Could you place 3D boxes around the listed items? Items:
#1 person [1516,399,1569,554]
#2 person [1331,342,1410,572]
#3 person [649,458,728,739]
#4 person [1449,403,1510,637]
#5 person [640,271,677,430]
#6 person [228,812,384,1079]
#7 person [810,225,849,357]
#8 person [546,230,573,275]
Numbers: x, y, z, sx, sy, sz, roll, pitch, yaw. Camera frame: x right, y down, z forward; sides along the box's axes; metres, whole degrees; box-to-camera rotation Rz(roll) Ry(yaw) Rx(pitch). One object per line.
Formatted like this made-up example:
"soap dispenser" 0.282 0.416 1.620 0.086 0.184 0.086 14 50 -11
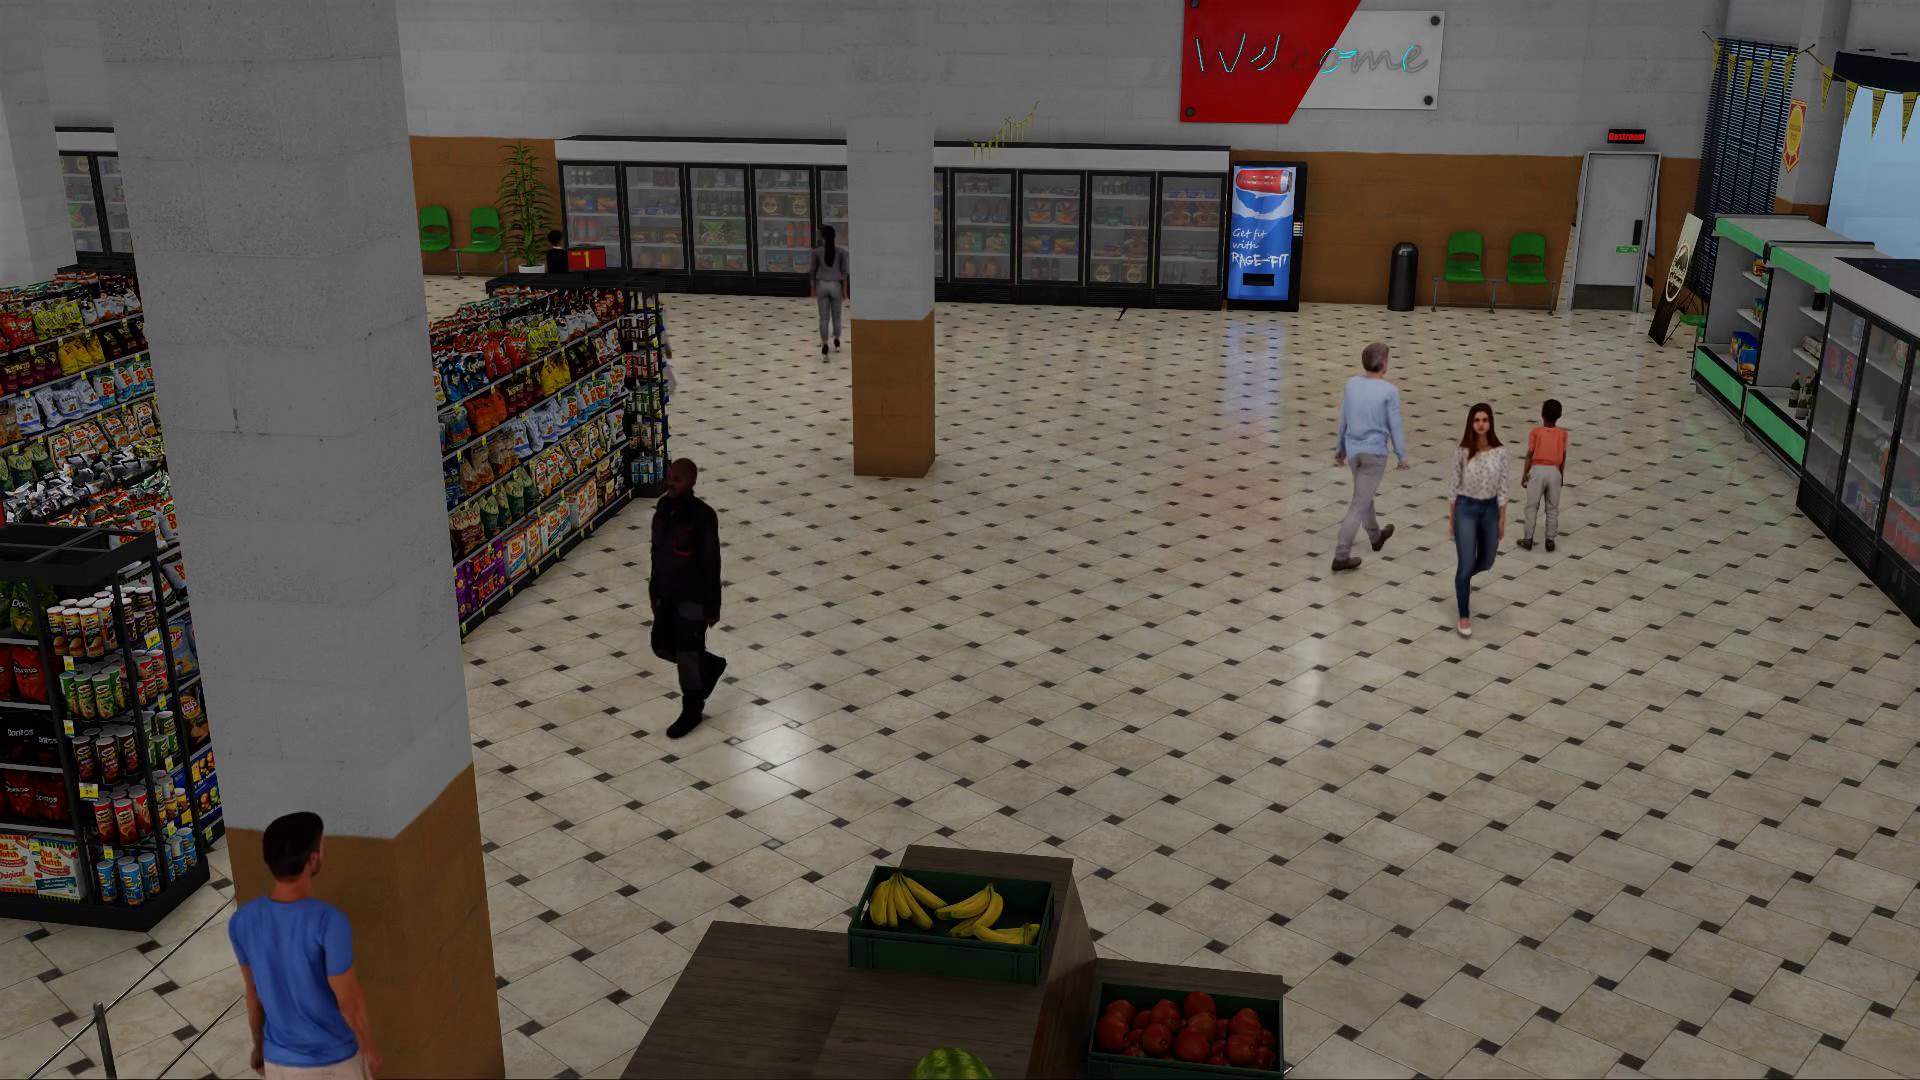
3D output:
"person" 4.952 -0.545 14.071 0.480 1.305 0.461 3 19 9
"person" 3.237 -0.636 13.493 1.239 1.845 1.142 -15 24 -37
"person" -1.709 0.320 10.709 0.909 1.814 1.036 12 22 32
"person" 3.832 -0.185 12.374 0.618 1.706 0.995 2 19 6
"person" -3.356 -2.007 17.748 0.764 1.724 0.656 -1 19 -4
"person" -2.354 1.878 6.035 0.932 1.848 0.838 6 20 18
"person" -1.689 -3.155 21.287 0.779 1.638 1.074 -1 19 -2
"person" -5.776 -3.853 24.008 0.522 1.223 0.498 1 19 2
